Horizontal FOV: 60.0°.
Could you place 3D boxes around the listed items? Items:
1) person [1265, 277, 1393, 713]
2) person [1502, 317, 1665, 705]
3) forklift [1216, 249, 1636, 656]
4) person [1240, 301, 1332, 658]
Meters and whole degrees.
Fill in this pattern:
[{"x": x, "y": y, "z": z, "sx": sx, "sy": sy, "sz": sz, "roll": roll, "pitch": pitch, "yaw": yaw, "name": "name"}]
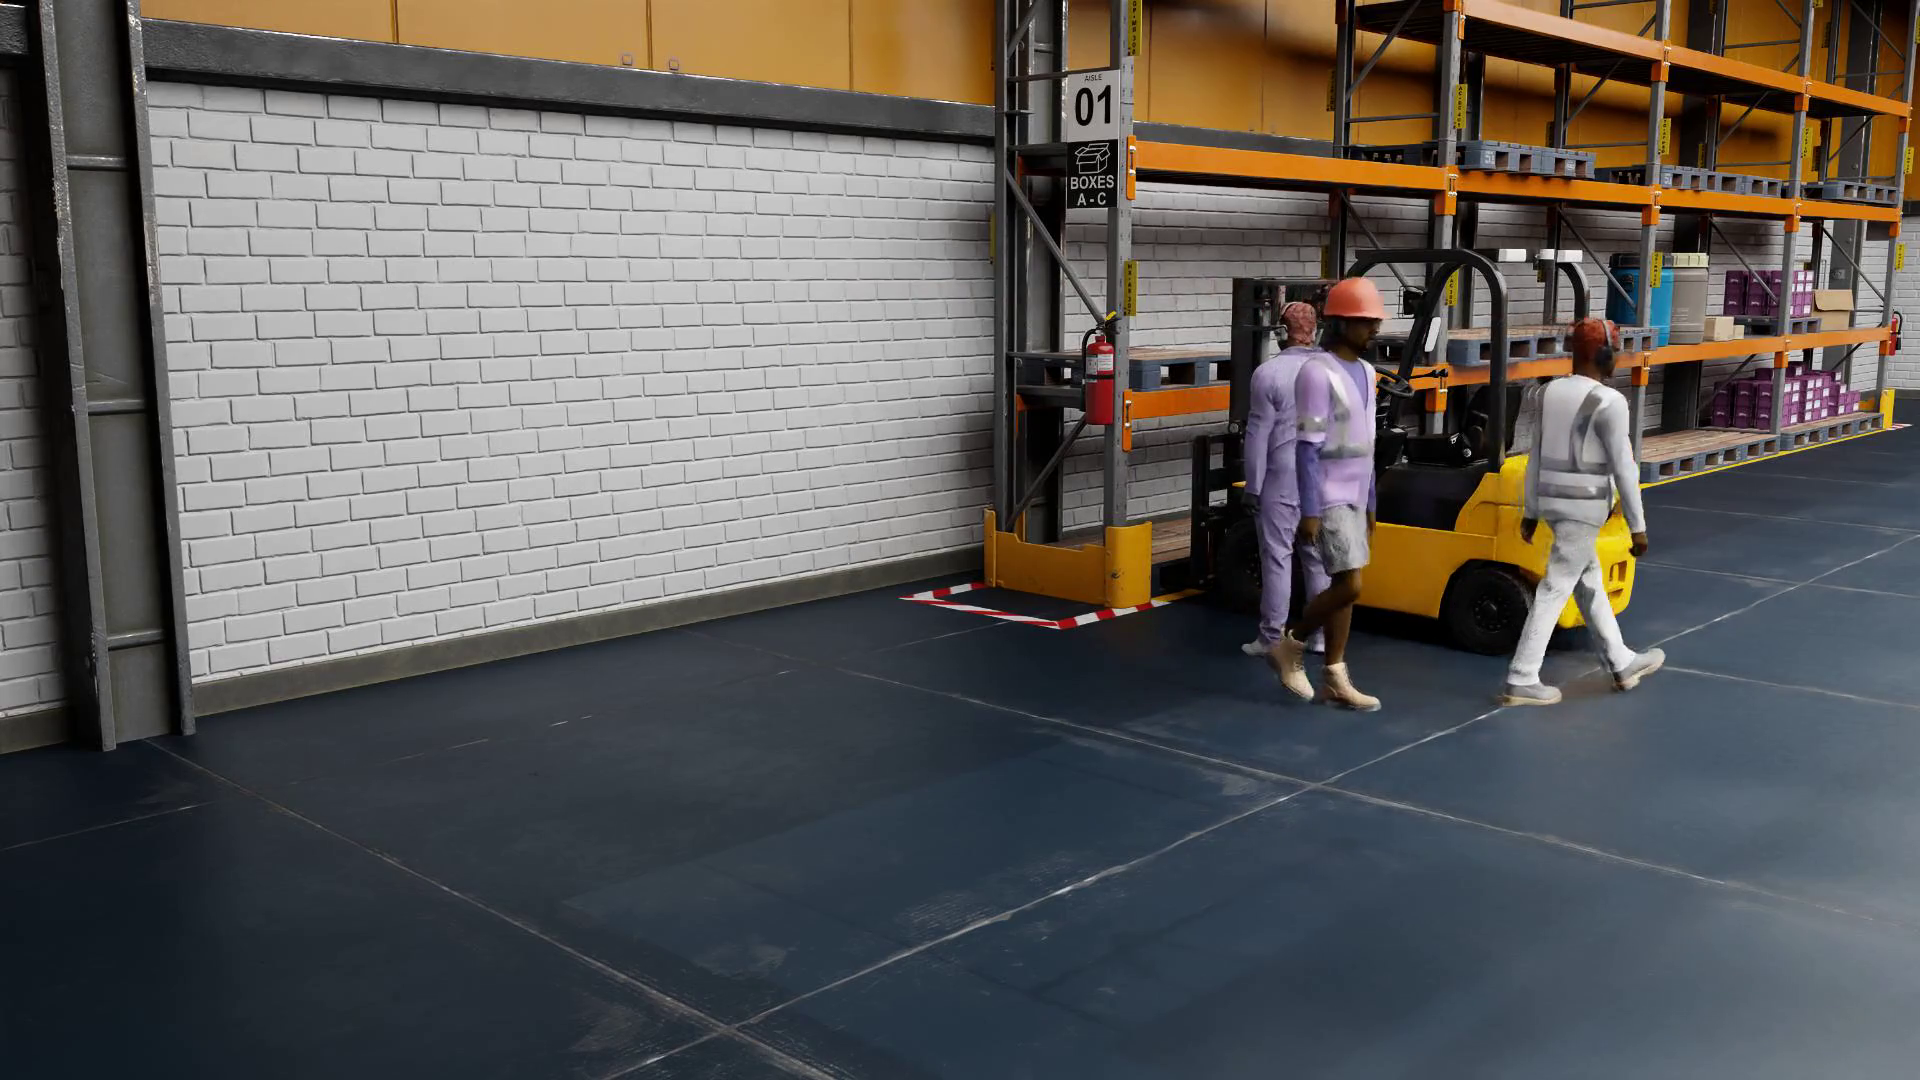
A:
[{"x": 1.769, "y": -0.197, "z": 7.735, "sx": 0.447, "sy": 2.033, "sz": 0.629, "roll": 7, "pitch": 12, "yaw": 38, "name": "person"}, {"x": 3.025, "y": -0.124, "z": 7.890, "sx": 0.970, "sy": 1.833, "sz": 0.607, "roll": -2, "pitch": 10, "yaw": -13, "name": "person"}, {"x": 2.710, "y": -0.584, "z": 9.626, "sx": 2.313, "sy": 2.155, "sz": 1.214, "roll": 9, "pitch": 13, "yaw": 43, "name": "forklift"}, {"x": 1.768, "y": -0.313, "z": 8.876, "sx": 0.644, "sy": 1.900, "sz": 0.403, "roll": -5, "pitch": 10, "yaw": -27, "name": "person"}]
